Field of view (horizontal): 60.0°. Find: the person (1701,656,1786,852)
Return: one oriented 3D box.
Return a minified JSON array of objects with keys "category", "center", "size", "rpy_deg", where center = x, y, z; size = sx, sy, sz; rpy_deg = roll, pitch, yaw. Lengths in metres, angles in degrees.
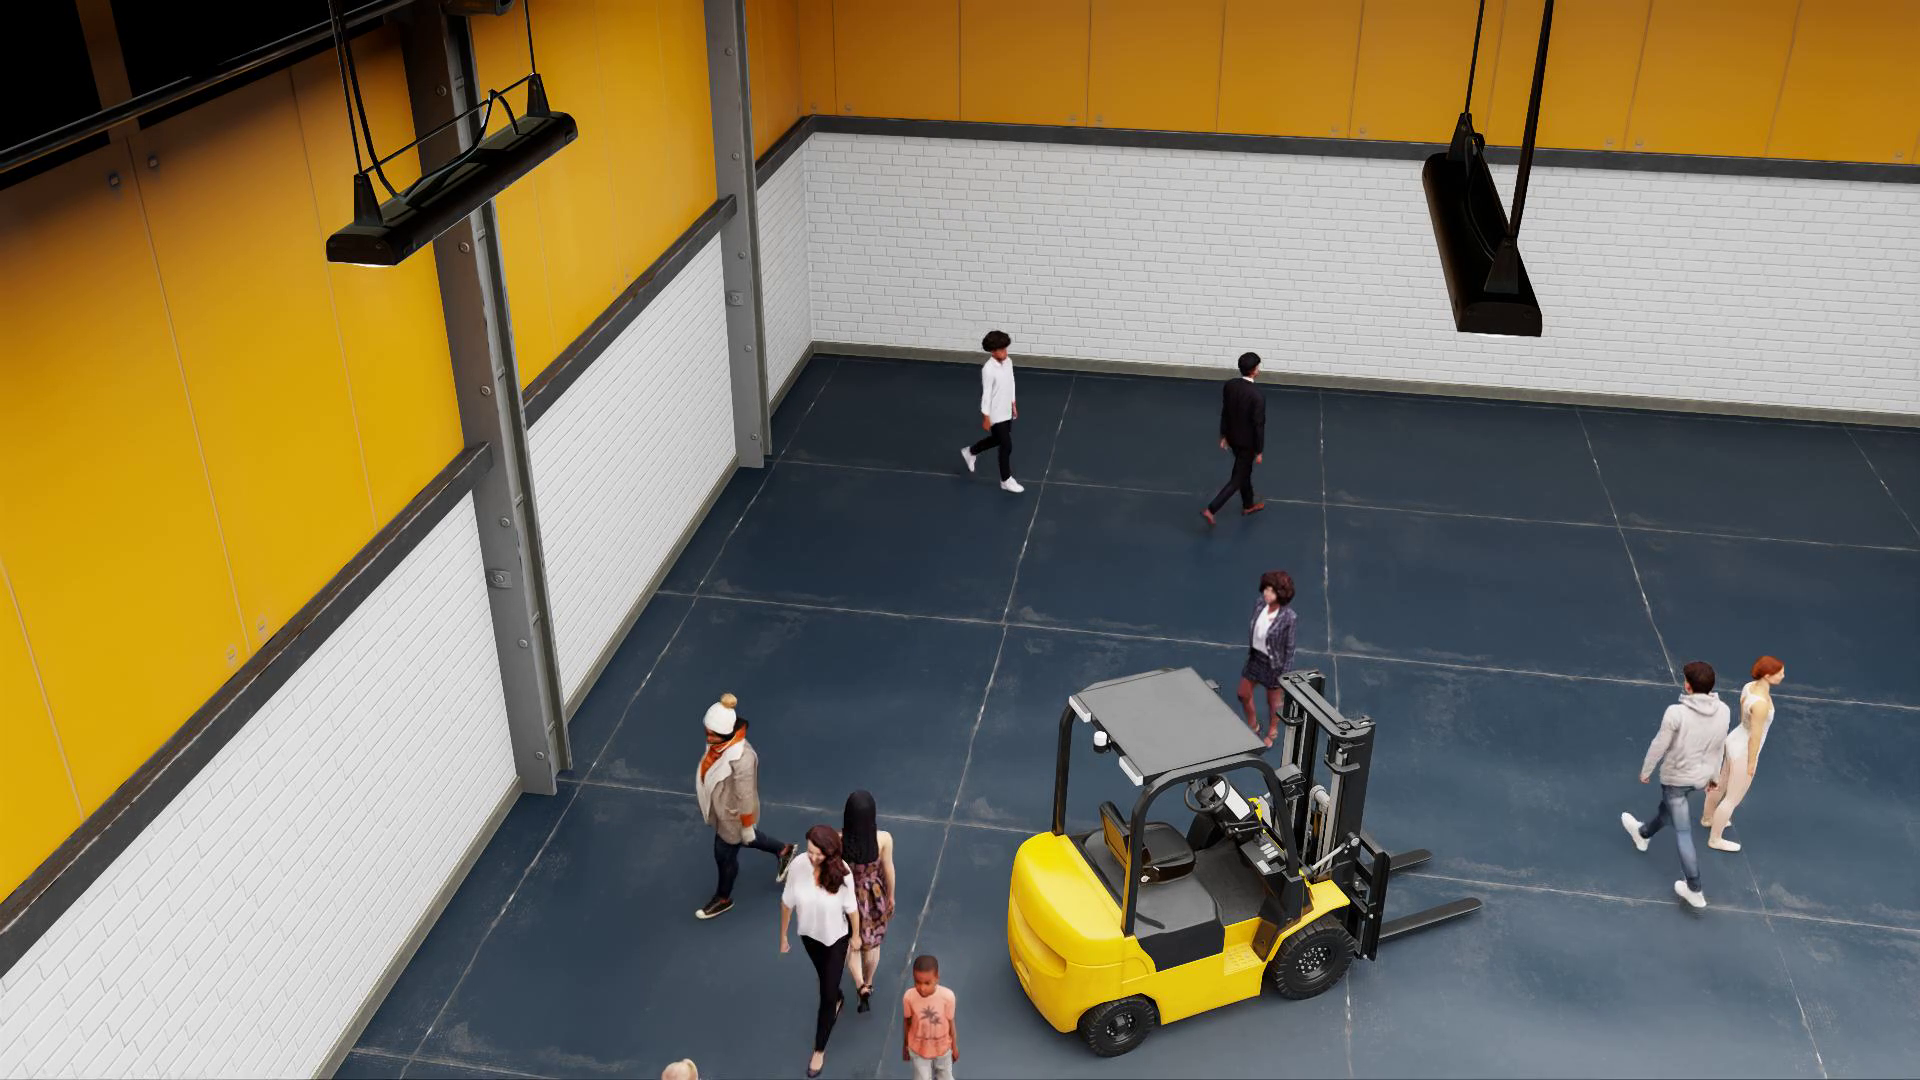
[{"category":"person","center":[5.820,1.560,12.383],"size":[0.594,1.641,0.410],"rpy_deg":[5,29,10]}]

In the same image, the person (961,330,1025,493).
[{"category":"person","center":[0.345,-1.386,17.632],"size":[0.926,1.785,1.062],"rpy_deg":[17,33,28]}]

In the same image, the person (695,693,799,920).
[{"category":"person","center":[-1.507,1.799,11.707],"size":[1.186,1.869,1.163],"rpy_deg":[-14,32,-24]}]

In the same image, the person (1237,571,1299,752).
[{"category":"person","center":[2.546,0.973,13.414],"size":[0.813,1.684,0.758],"rpy_deg":[-19,34,-31]}]

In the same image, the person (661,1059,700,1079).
[{"category":"person","center":[-1.514,3.409,9.403],"size":[0.517,1.249,0.879],"rpy_deg":[7,29,12]}]

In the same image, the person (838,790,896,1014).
[{"category":"person","center":[-0.632,2.393,10.726],"size":[0.777,1.765,0.891],"rpy_deg":[-4,29,-7]}]

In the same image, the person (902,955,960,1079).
[{"category":"person","center":[-0.171,3.008,10.083],"size":[0.521,1.301,0.701],"rpy_deg":[2,29,4]}]

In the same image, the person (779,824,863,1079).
[{"category":"person","center":[-0.824,2.464,10.600],"size":[0.747,1.761,0.998],"rpy_deg":[10,30,18]}]

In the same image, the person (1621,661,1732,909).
[{"category":"person","center":[5.200,1.770,11.833],"size":[1.079,1.799,1.374],"rpy_deg":[-7,29,-13]}]

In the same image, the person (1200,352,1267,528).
[{"category":"person","center":[2.792,-0.980,16.820],"size":[1.258,1.852,1.213],"rpy_deg":[-18,33,-29]}]
